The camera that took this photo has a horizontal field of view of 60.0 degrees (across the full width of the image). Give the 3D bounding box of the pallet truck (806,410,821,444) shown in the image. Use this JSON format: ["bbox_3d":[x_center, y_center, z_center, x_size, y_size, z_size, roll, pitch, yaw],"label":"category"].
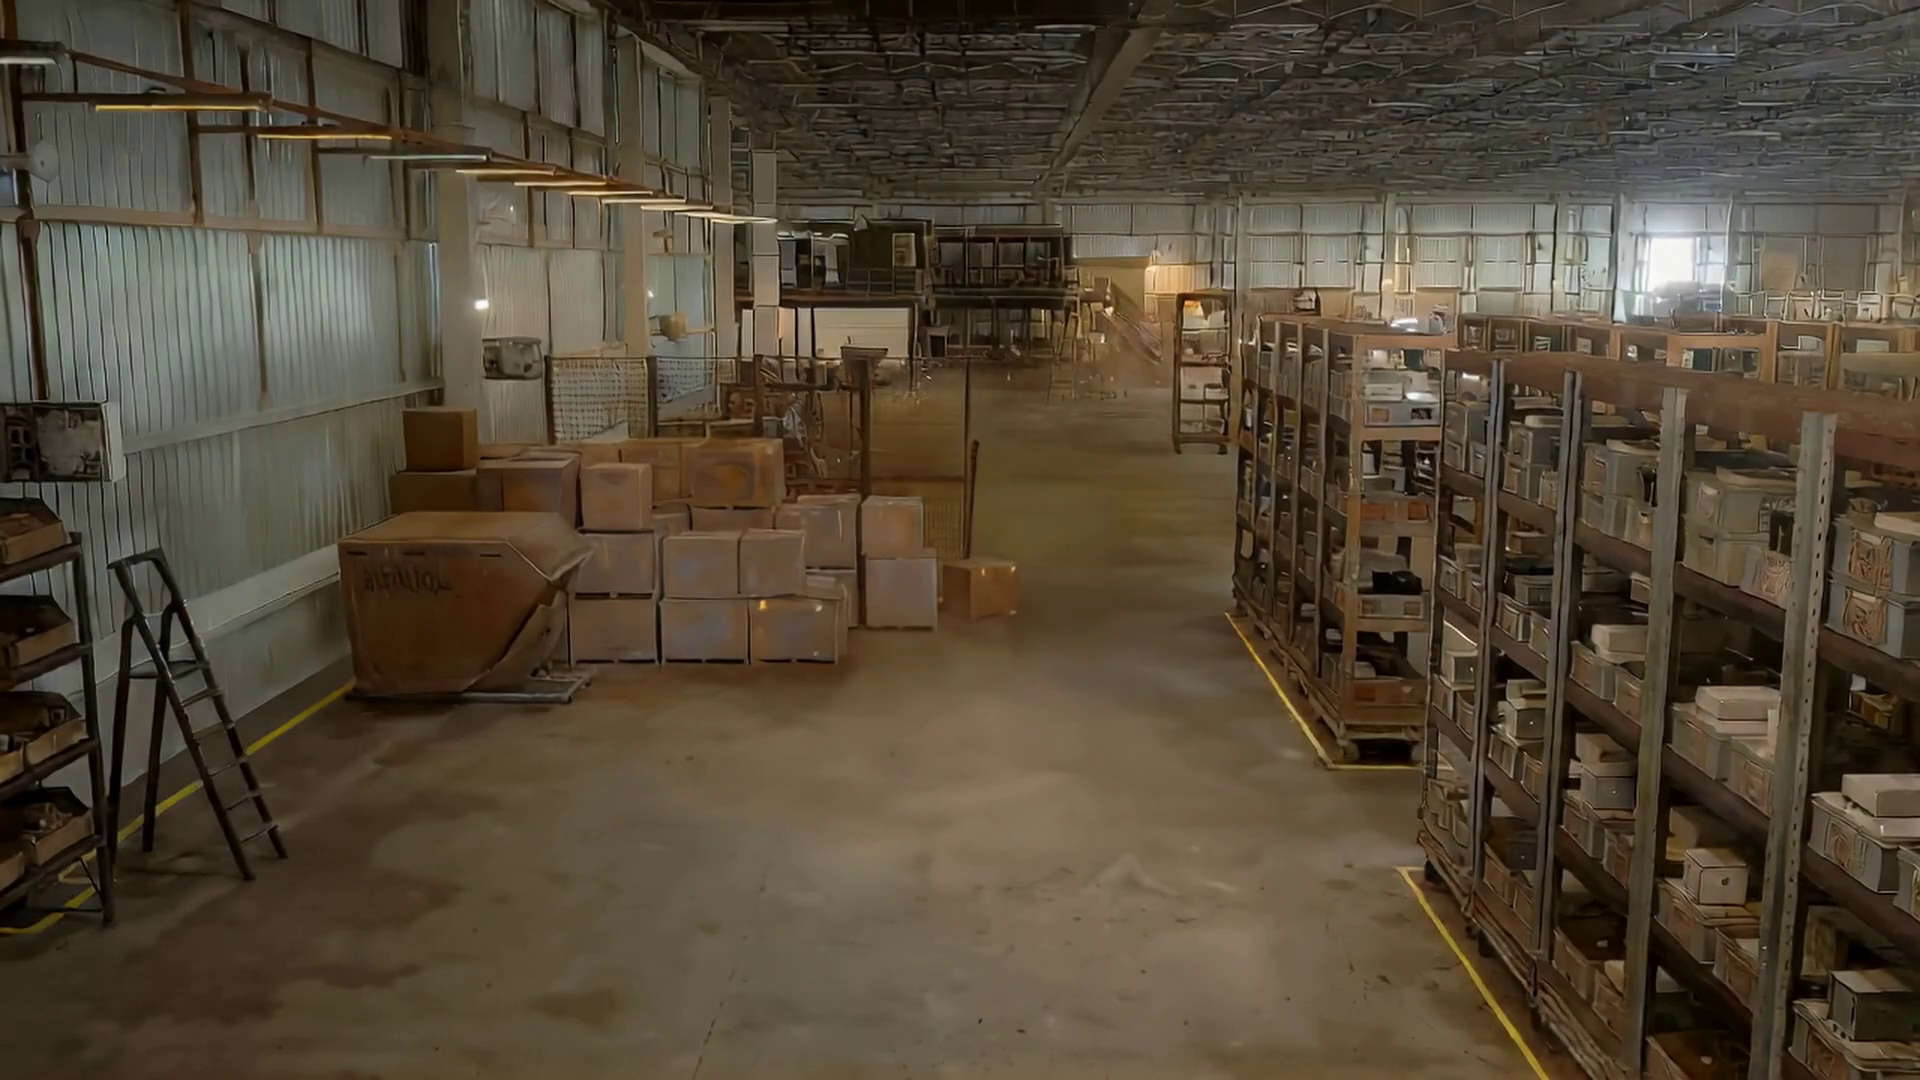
[{"bbox_3d":[-3.559,-2.018,33.905,1.522,1.261,0.704,0,9,-1],"label":"pallet truck"}]

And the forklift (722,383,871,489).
[{"bbox_3d":[-2.893,-1.687,28.729,2.680,1.987,1.157,0,9,-1],"label":"forklift"}]

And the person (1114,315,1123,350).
[{"bbox_3d":[8.173,-10.665,85.589,0.534,1.824,0.445,-3,10,-16],"label":"person"}]

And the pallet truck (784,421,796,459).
[{"bbox_3d":[-4.013,-1.793,32.705,1.601,1.201,0.680,0,9,1],"label":"pallet truck"}]

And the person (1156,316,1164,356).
[{"bbox_3d":[9.576,-9.834,80.120,0.361,1.939,0.542,-4,10,-22],"label":"person"}]

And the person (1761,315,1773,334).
[{"bbox_3d":[38.446,-9.715,79.075,0.535,2.000,0.700,-8,12,-40],"label":"person"}]

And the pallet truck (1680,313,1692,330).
[{"bbox_3d":[36.315,-10.531,84.244,0.823,1.965,1.885,-6,11,-33],"label":"pallet truck"}]

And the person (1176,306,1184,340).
[{"bbox_3d":[13.000,-12.829,98.424,0.396,1.992,0.623,-7,11,-37],"label":"person"}]

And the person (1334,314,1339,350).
[{"bbox_3d":[18.767,-10.302,83.039,0.585,1.929,0.371,5,10,28],"label":"person"}]

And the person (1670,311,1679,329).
[{"bbox_3d":[38.523,-11.356,89.545,0.370,1.927,0.588,-7,11,-36],"label":"person"}]

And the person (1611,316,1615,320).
[{"bbox_3d":[32.274,-10.164,82.385,0.553,1.864,0.596,-6,11,-32],"label":"person"}]

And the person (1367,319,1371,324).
[{"bbox_3d":[18.826,-9.297,76.998,0.888,1.885,0.593,-7,11,-35],"label":"person"}]

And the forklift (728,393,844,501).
[{"bbox_3d":[-2.979,-1.316,26.476,2.680,1.987,1.157,0,9,1],"label":"forklift"}]

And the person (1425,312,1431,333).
[{"bbox_3d":[26.071,-11.764,92.441,0.993,1.817,0.533,2,9,11],"label":"person"}]

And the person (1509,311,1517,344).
[{"bbox_3d":[30.750,-11.749,92.142,0.543,1.871,0.598,0,9,-2],"label":"person"}]

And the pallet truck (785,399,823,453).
[{"bbox_3d":[-3.814,-2.432,36.419,1.630,1.274,0.653,0,9,1],"label":"pallet truck"}]

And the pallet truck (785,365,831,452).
[{"bbox_3d":[-3.774,-2.976,37.635,1.885,1.965,0.823,1,9,5],"label":"pallet truck"}]

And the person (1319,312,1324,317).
[{"bbox_3d":[19.025,-11.025,87.577,0.650,1.892,0.992,-4,10,-23],"label":"person"}]

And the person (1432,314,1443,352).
[{"bbox_3d":[24.117,-10.466,84.023,0.361,1.938,0.546,-7,12,-37],"label":"person"}]

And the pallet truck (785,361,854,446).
[{"bbox_3d":[-3.410,-3.193,38.978,1.885,1.965,0.823,0,9,-1],"label":"pallet truck"}]
